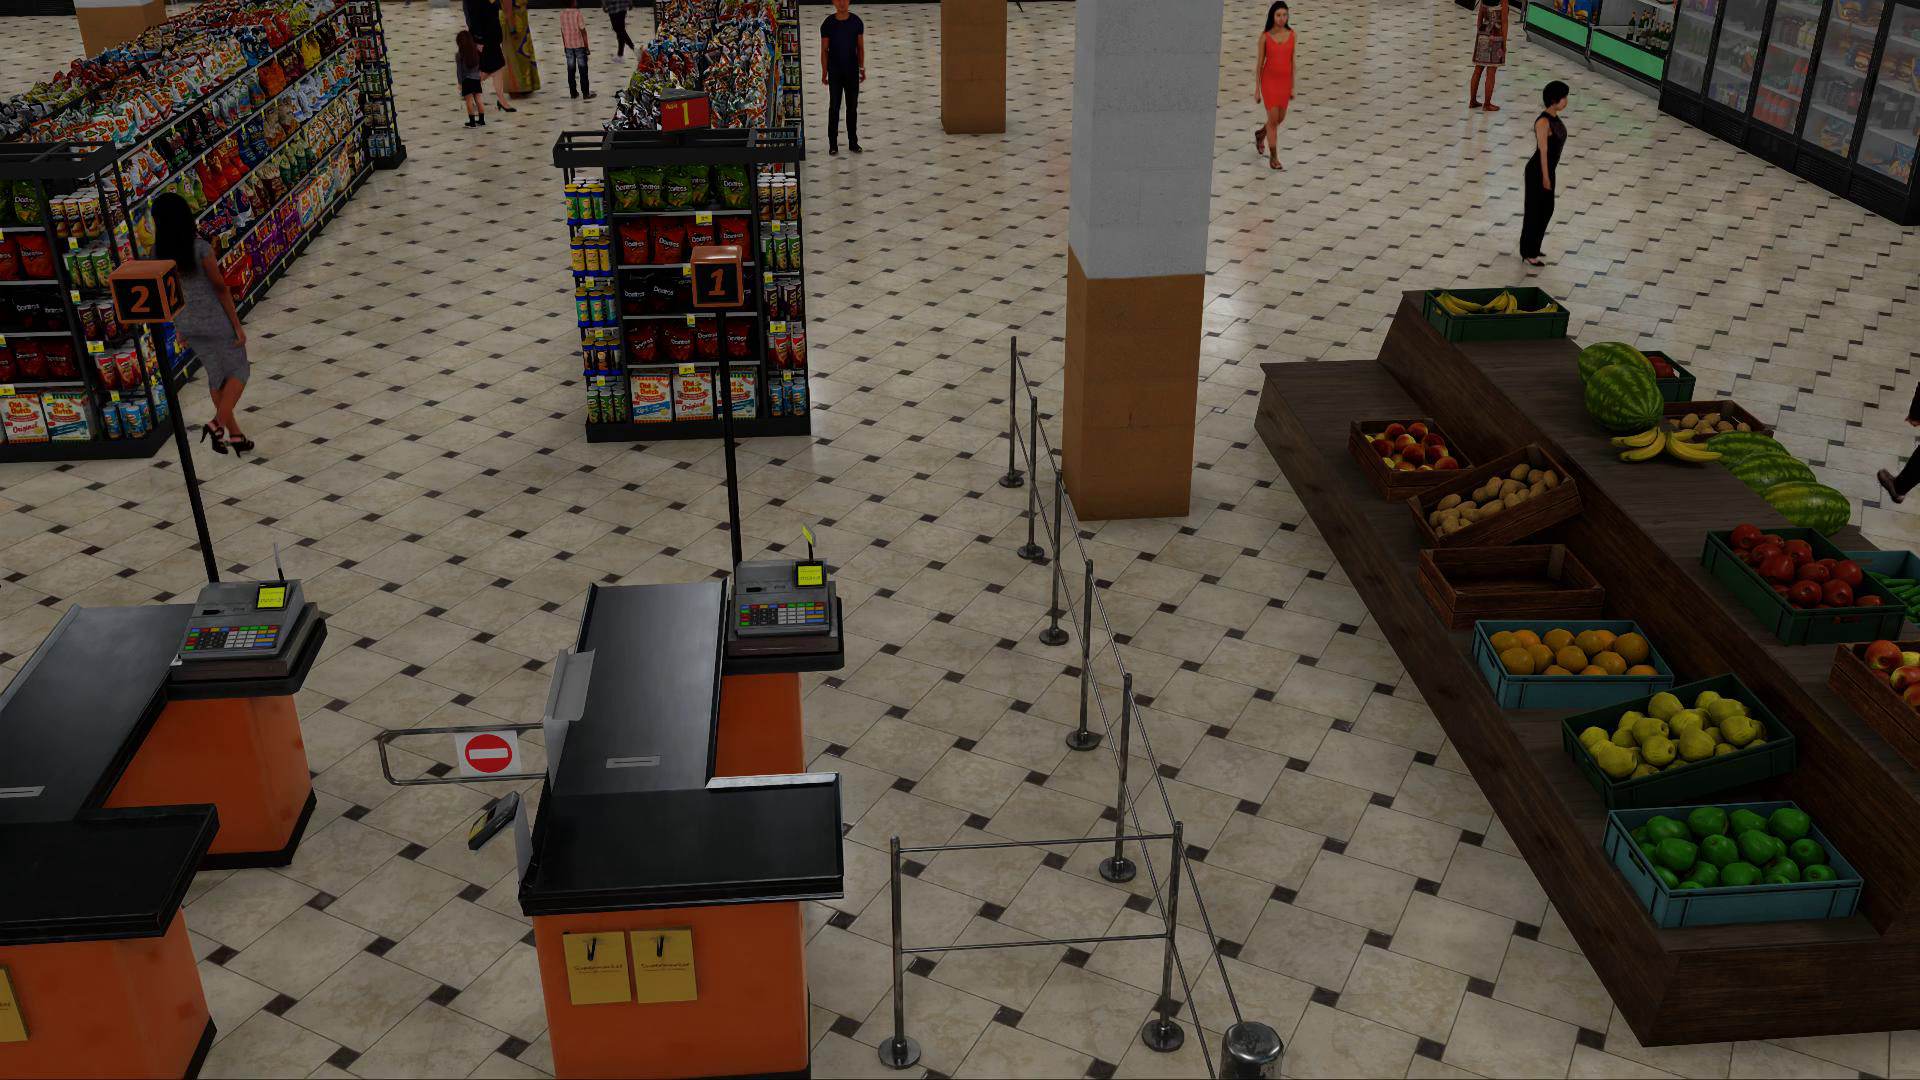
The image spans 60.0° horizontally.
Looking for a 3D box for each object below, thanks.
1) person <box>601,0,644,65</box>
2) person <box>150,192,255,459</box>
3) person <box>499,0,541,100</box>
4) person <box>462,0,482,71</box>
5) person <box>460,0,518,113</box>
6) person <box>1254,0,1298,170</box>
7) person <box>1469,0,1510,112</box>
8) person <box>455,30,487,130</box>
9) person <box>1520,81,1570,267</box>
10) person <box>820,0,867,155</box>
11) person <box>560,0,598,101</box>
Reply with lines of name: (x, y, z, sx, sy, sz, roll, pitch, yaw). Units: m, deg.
person: (-4.567, -7.261, 22.420, 1.042, 1.748, 1.163, -22, 34, -37)
person: (-4.890, -1.307, 10.672, 0.764, 1.755, 0.845, 6, 28, 12)
person: (-5.576, -6.405, 20.837, 0.947, 1.654, 0.744, 1, 27, 2)
person: (-6.457, -7.038, 22.021, 0.637, 1.711, 0.448, -3, 27, -6)
person: (-5.763, -5.986, 20.015, 0.908, 1.649, 0.980, 4, 27, 8)
person: (3.342, -4.847, 17.721, 0.681, 1.694, 1.067, -5, 27, -11)
person: (6.430, -6.066, 20.177, 0.784, 1.645, 0.642, -16, 31, -29)
person: (-5.724, -5.387, 19.433, 0.585, 1.107, 0.514, 18, 32, 31)
person: (5.065, -3.227, 14.626, 0.731, 1.603, 0.654, 17, 32, 30)
person: (-1.273, -5.140, 18.190, 0.694, 1.791, 0.590, -8, 28, -16)
person: (-4.813, -6.183, 20.781, 0.564, 1.307, 0.584, 7, 28, 13)
